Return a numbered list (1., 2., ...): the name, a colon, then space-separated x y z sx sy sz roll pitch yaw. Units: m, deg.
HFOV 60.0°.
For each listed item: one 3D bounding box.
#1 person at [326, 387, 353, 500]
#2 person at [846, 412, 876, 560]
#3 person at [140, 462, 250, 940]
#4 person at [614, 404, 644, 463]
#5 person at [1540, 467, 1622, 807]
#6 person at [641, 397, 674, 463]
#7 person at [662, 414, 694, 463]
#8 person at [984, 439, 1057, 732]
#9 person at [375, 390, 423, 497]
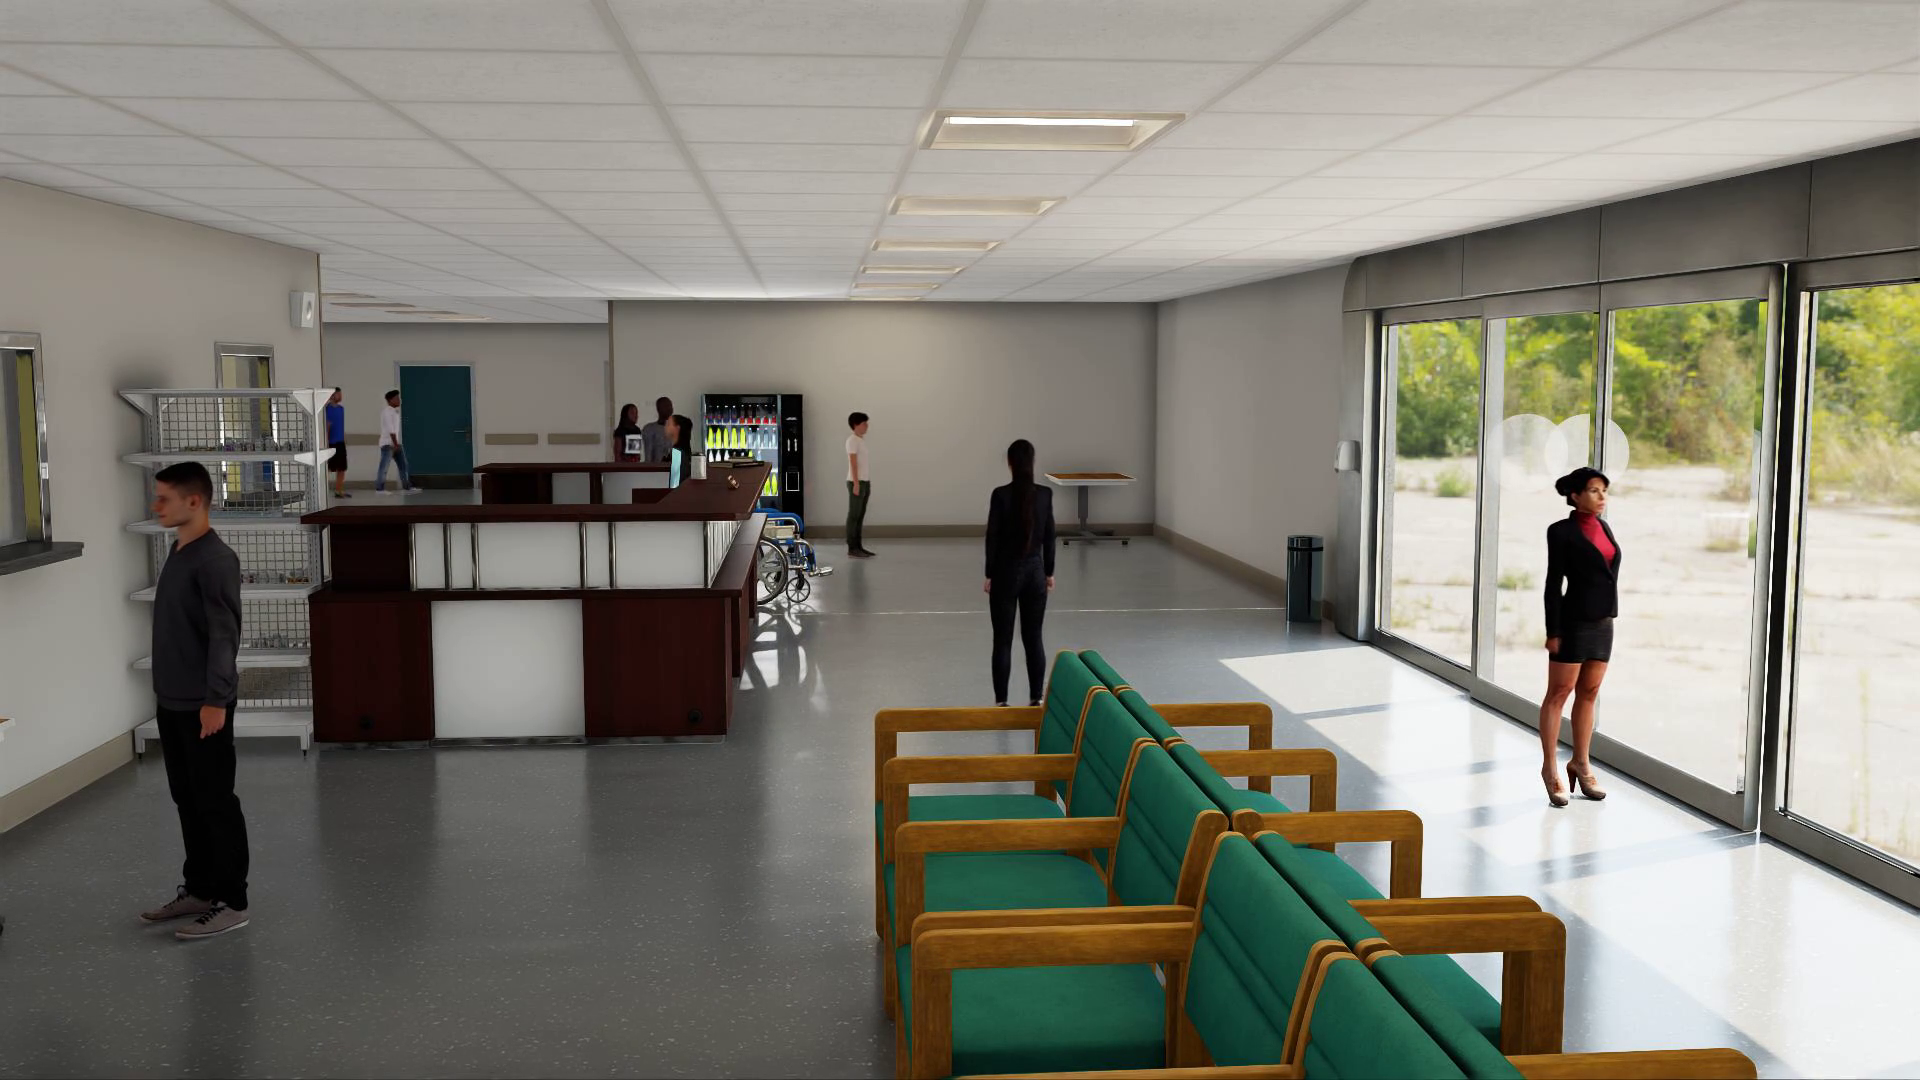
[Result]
1. person: -10.387 -1.585 27.418 1.010 1.848 0.801 2 6 15
2. person: -1.156 -0.627 18.864 0.643 1.654 0.647 2 6 16
3. person: -2.867 0.585 6.256 0.696 1.766 0.750 5 8 42
4. person: -4.084 -0.777 20.147 1.184 1.696 1.080 5 7 38
5. person: 3.026 0.461 8.126 0.665 1.639 0.731 -3 6 -27
6. person: -3.267 -0.655 18.256 0.807 1.832 0.901 -5 8 -41
7. person: -2.630 -0.357 16.031 0.880 1.683 0.722 -2 6 -20
8. person: 0.353 0.256 9.804 0.492 1.710 0.677 -2 6 -17
9. person: -9.704 -1.615 28.058 0.943 1.780 0.688 0 6 0
